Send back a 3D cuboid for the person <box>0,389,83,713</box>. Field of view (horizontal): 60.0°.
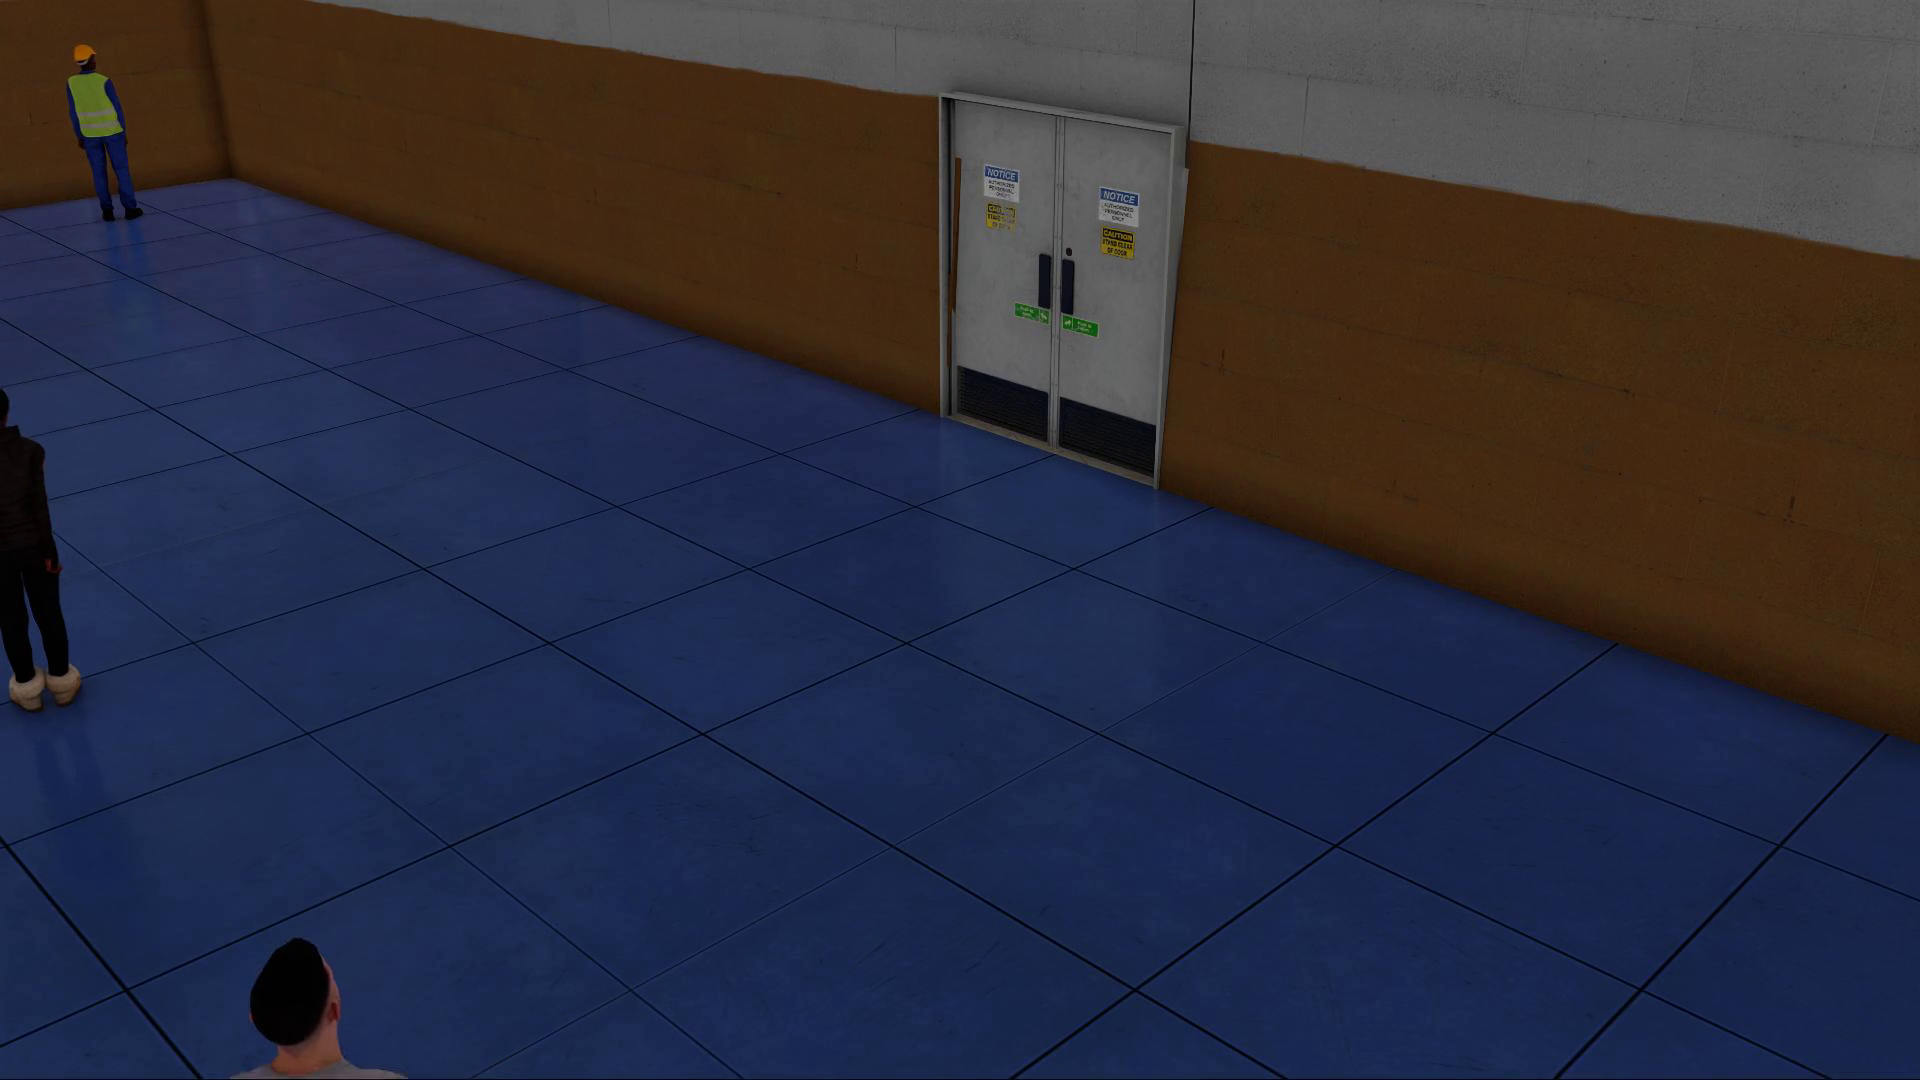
[{"bbox_3d":[-4.436,0.057,7.822,0.671,1.664,0.620,9,25,19],"label":"person"}]

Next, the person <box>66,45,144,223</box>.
[{"bbox_3d":[-9.091,-4.304,17.603,0.689,1.812,0.814,-7,25,-16],"label":"person"}]

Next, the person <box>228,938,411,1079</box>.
[{"bbox_3d":[-1.388,1.733,3.786,0.826,1.830,0.878,1,24,3],"label":"person"}]
